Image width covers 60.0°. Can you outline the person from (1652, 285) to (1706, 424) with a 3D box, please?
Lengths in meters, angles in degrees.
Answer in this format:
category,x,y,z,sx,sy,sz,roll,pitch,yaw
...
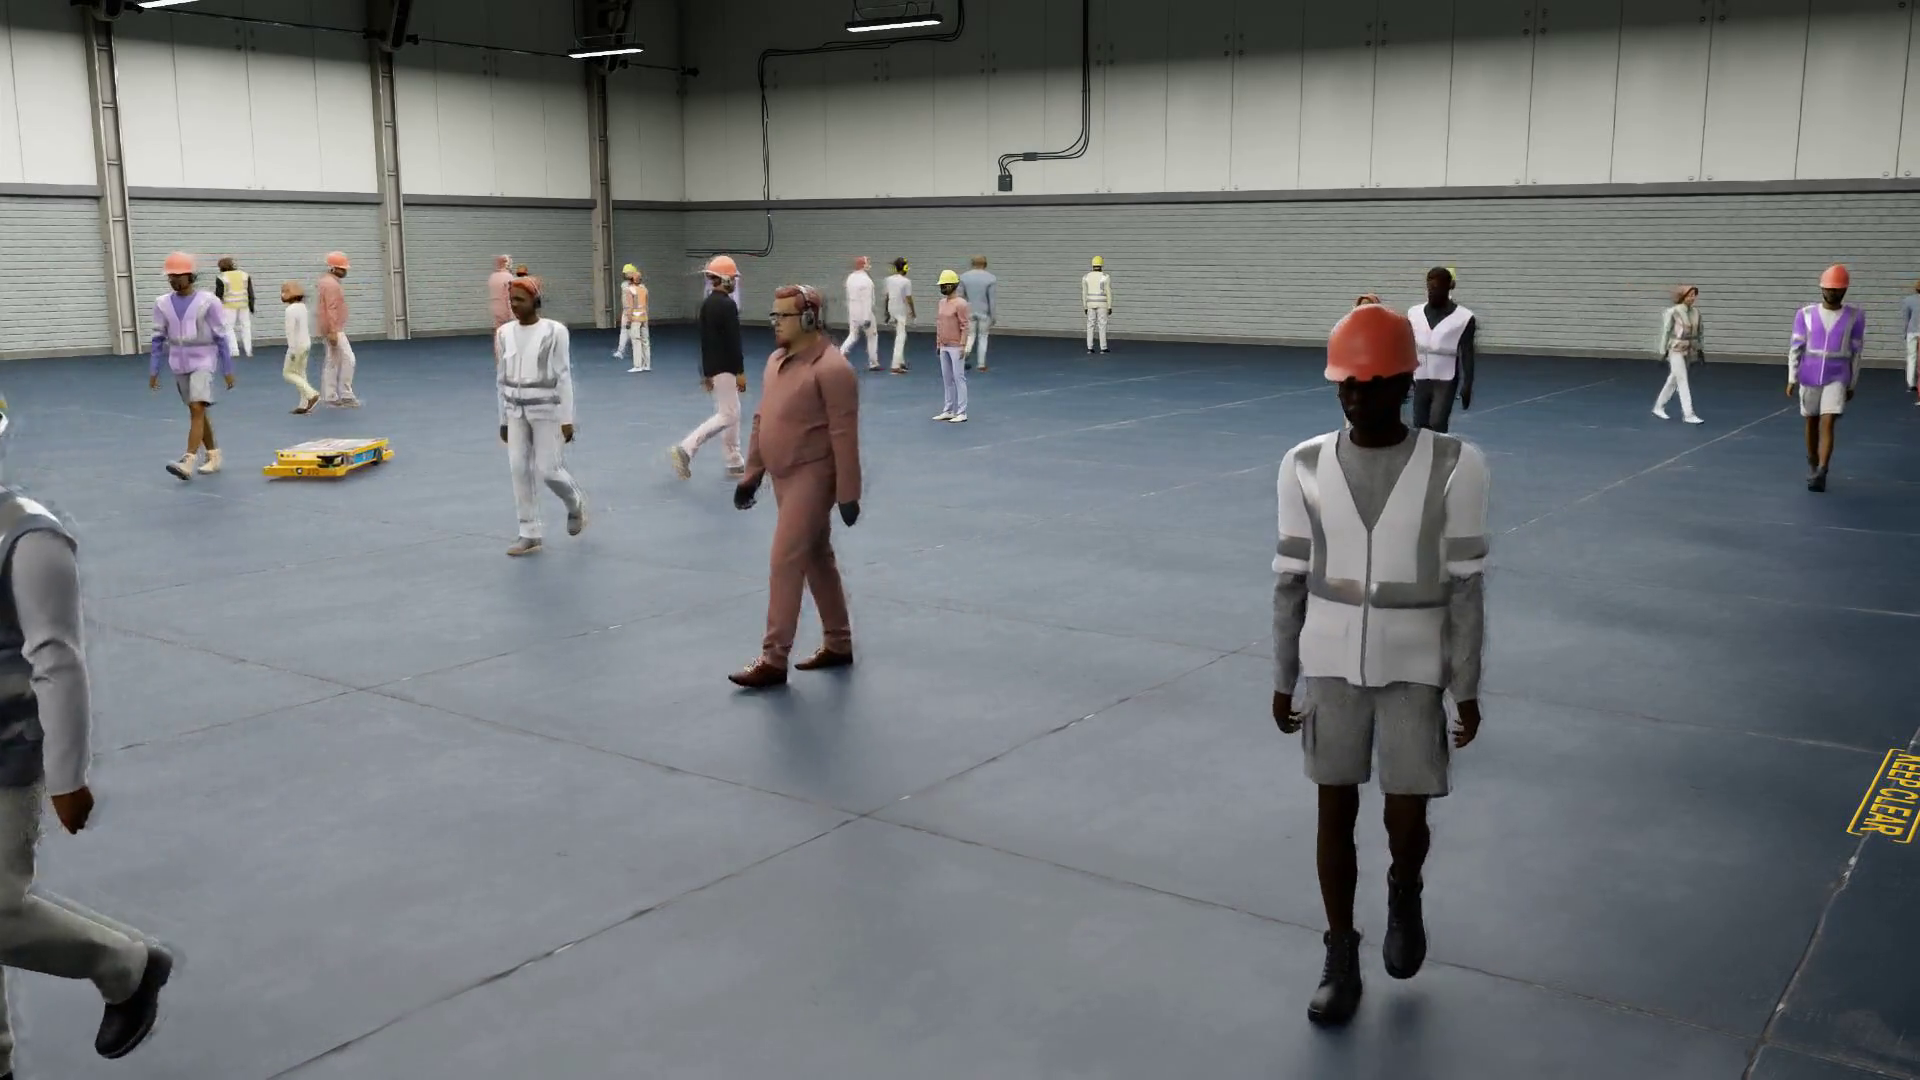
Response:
category,x,y,z,sx,sy,sz,roll,pitch,yaw
person,8.424,-2.177,19.427,0.530,1.596,0.851,-4,11,-23

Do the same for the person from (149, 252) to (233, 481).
category,x,y,z,sx,sy,sz,roll,pitch,yaw
person,-6.819,-1.518,14.629,0.646,1.987,1.048,1,10,6

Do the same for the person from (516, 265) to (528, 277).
category,x,y,z,sx,sy,sz,roll,pitch,yaw
person,-9.046,-4.886,34.496,0.498,1.633,0.284,-2,10,-12

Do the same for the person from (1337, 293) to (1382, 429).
category,x,y,z,sx,sy,sz,roll,pitch,yaw
person,3.575,-1.348,14.659,0.512,1.642,0.311,6,12,31

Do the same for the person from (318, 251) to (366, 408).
category,x,y,z,sx,sy,sz,roll,pitch,yaw
person,-7.759,-2.626,20.899,0.577,1.963,0.719,-4,11,-21

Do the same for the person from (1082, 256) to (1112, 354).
category,x,y,z,sx,sy,sz,roll,pitch,yaw
person,2.600,-4.421,31.327,0.590,1.836,0.404,5,11,27

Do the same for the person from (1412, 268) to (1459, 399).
category,x,y,z,sx,sy,sz,roll,pitch,yaw
person,6.389,-2.749,22.206,0.554,1.752,0.530,2,10,9

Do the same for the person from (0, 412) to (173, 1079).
category,x,y,z,sx,sy,sz,roll,pitch,yaw
person,-2.280,0.481,3.926,0.598,1.817,0.536,5,11,28

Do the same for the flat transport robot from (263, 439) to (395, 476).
category,x,y,z,sx,sy,sz,roll,pitch,yaw
flat transport robot,-5.778,-0.774,15.283,0.652,0.197,1.431,0,10,1

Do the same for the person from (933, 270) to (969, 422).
category,x,y,z,sx,sy,sz,roll,pitch,yaw
person,-0.116,-2.250,19.366,0.326,1.767,0.533,-7,12,-35

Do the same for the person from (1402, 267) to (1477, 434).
category,x,y,z,sx,sy,sz,roll,pitch,yaw
person,3.975,-1.309,13.742,0.590,1.893,0.750,10,14,43

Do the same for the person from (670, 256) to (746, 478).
category,x,y,z,sx,sy,sz,roll,pitch,yaw
person,-2.155,-1.498,14.591,0.811,1.968,0.626,-5,11,-27

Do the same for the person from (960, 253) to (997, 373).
category,x,y,z,sx,sy,sz,roll,pitch,yaw
person,0.274,-3.619,26.585,0.643,1.921,0.607,4,11,20

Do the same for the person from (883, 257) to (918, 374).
category,x,y,z,sx,sy,sz,roll,pitch,yaw
person,-0.902,-3.584,26.597,0.575,1.843,0.660,10,14,44

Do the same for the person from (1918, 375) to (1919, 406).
category,x,y,z,sx,sy,sz,roll,pitch,yaw
person,12.352,-2.521,21.033,0.331,1.719,0.638,0,10,0

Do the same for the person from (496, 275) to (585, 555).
category,x,y,z,sx,sy,sz,roll,pitch,yaw
person,-2.841,-0.847,11.226,0.591,1.864,0.652,4,11,20

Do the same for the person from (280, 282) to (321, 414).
category,x,y,z,sx,sy,sz,roll,pitch,yaw
person,-8.030,-2.319,20.190,0.389,1.613,0.501,1,10,4

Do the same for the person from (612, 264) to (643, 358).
category,x,y,z,sx,sy,sz,roll,pitch,yaw
person,-5.983,-4.158,30.240,0.501,1.689,0.892,5,11,28

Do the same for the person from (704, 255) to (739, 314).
category,x,y,z,sx,sy,sz,roll,pitch,yaw
person,-4.407,-4.319,30.734,0.639,1.865,1.011,6,12,29

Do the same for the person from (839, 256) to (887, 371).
category,x,y,z,sx,sy,sz,roll,pitch,yaw
person,-1.646,-3.660,26.985,0.900,1.879,0.658,-8,13,-37

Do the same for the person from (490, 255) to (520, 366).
category,x,y,z,sx,sy,sz,roll,pitch,yaw
person,-7.122,-3.585,26.479,0.673,1.887,0.657,10,14,44

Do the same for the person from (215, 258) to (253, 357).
category,x,y,z,sx,sy,sz,roll,pitch,yaw
person,-13.257,-4.238,30.418,0.456,1.815,0.685,9,13,40

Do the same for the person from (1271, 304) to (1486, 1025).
category,x,y,z,sx,sy,sz,roll,pitch,yaw
person,1.101,0.336,4.436,0.570,1.921,0.464,5,11,25

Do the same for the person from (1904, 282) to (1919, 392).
category,x,y,z,sx,sy,sz,roll,pitch,yaw
person,13.470,-2.878,23.299,0.357,1.620,0.501,-8,13,-39

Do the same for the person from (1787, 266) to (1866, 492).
category,x,y,z,sx,sy,sz,roll,pitch,yaw
person,7.379,-1.385,14.203,0.546,1.892,1.011,6,12,32

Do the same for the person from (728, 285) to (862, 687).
category,x,y,z,sx,sy,sz,roll,pitch,yaw
person,-0.852,-0.256,7.901,0.868,1.875,0.651,-6,12,-30

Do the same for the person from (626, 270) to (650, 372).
category,x,y,z,sx,sy,sz,roll,pitch,yaw
person,-5.210,-3.524,26.855,0.310,1.638,0.523,5,11,26
